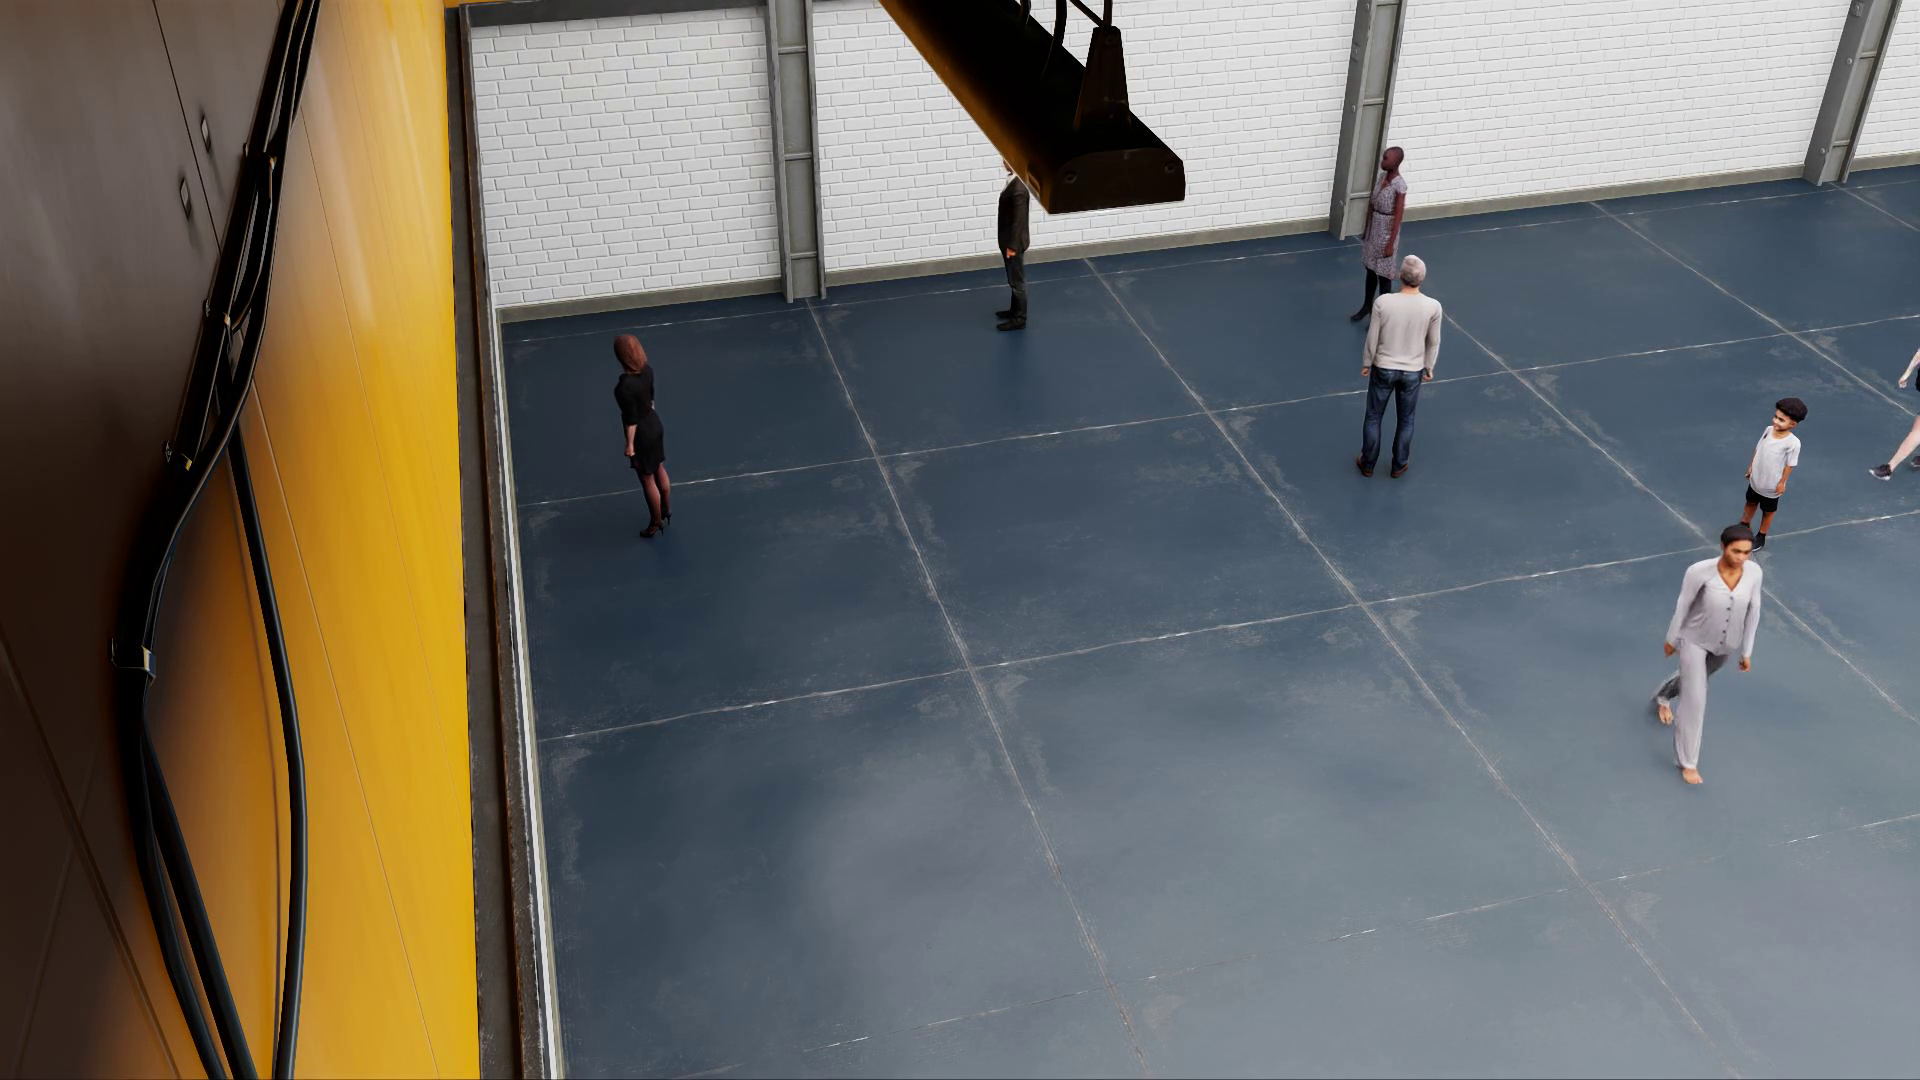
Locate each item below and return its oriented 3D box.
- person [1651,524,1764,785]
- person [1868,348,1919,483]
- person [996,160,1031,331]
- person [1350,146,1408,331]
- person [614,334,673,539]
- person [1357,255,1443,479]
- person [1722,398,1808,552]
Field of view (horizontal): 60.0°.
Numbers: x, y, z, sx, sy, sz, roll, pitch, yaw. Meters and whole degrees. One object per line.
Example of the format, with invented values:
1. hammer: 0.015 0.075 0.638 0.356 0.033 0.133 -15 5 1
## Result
1. person: 4.718 0.596 10.568 1.136 1.698 0.859 -1 34 -1
2. person: 7.946 -1.287 13.395 1.159 1.705 0.682 -13 36 -19
3. person: 0.525 -2.855 15.669 0.639 1.800 0.732 0 34 0
4. person: 3.983 -2.846 15.664 0.539 1.789 0.626 -11 35 -17
5. person: -2.406 -0.794 12.654 0.673 1.703 0.661 10 35 14
6. person: 3.510 -1.374 13.339 0.739 1.911 0.887 6 34 9
7. person: 6.157 -0.516 12.636 0.539 1.260 0.531 -16 37 -22
